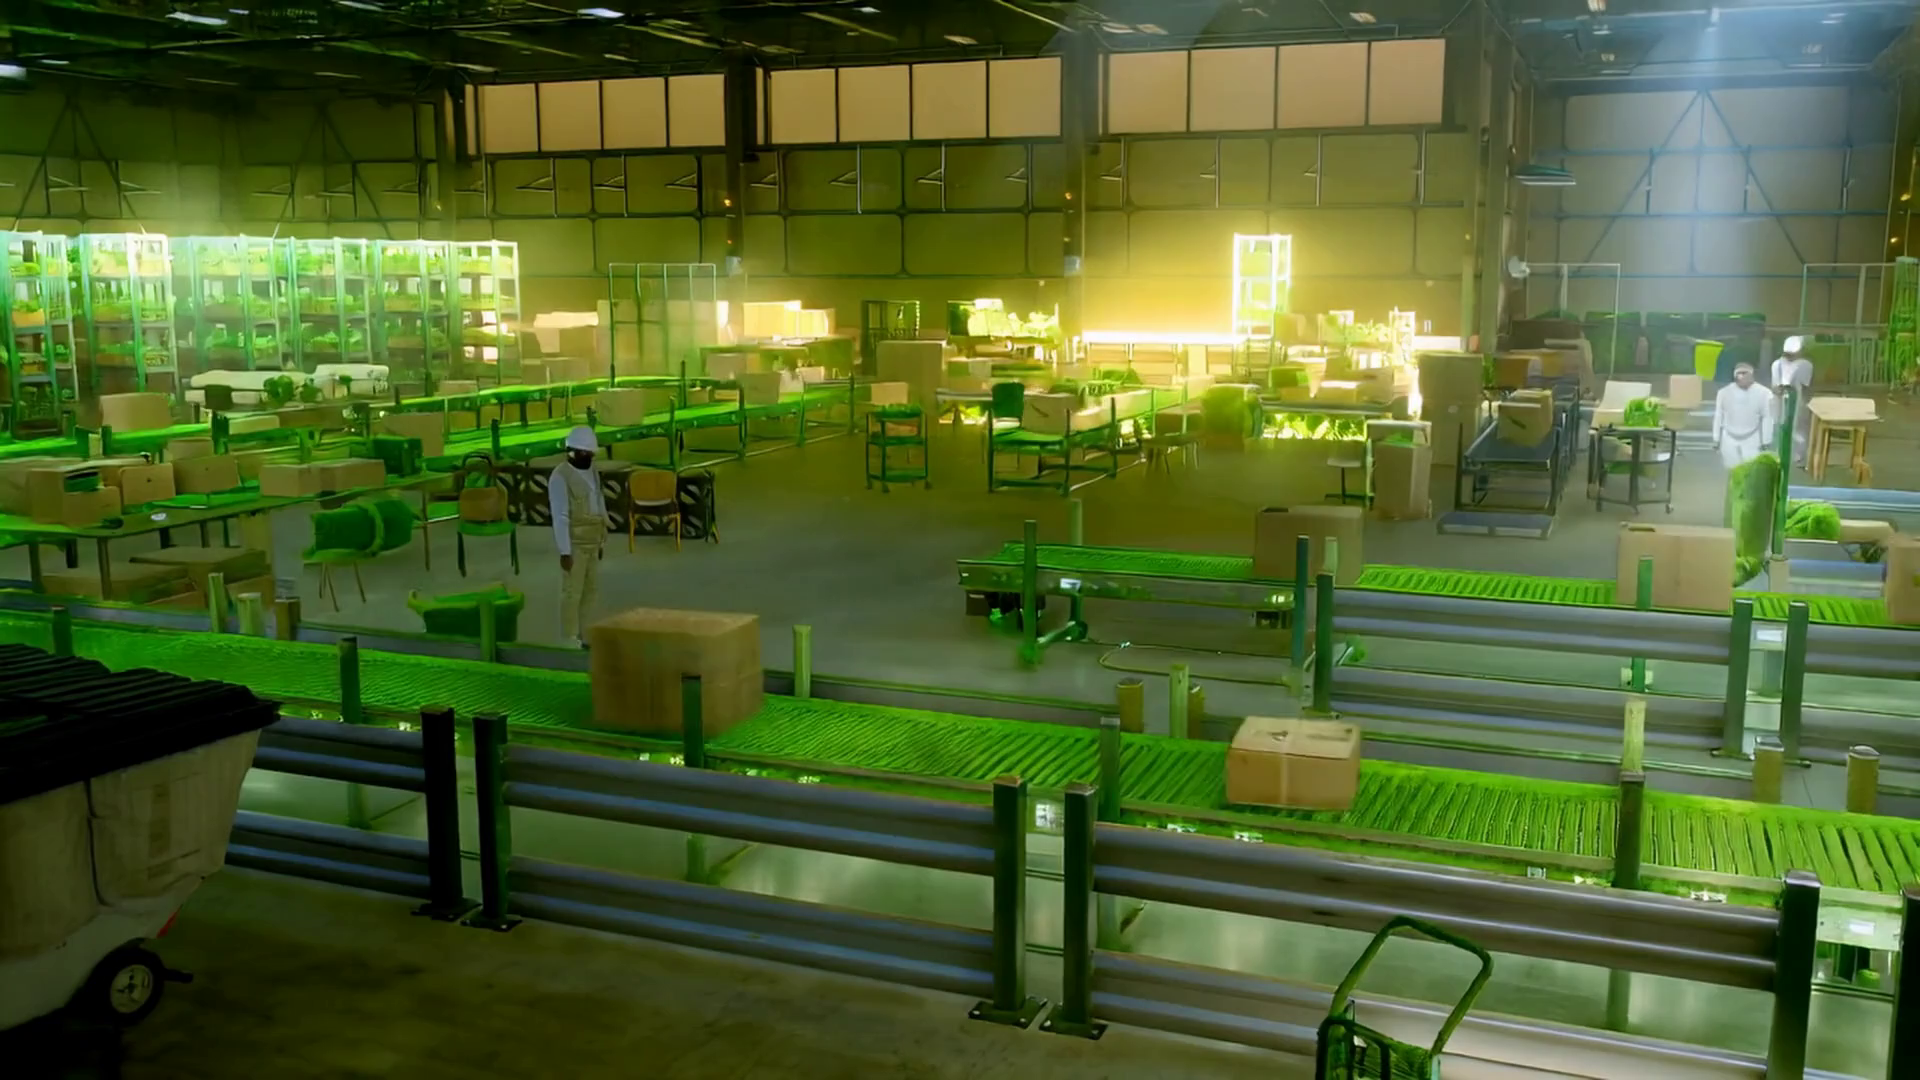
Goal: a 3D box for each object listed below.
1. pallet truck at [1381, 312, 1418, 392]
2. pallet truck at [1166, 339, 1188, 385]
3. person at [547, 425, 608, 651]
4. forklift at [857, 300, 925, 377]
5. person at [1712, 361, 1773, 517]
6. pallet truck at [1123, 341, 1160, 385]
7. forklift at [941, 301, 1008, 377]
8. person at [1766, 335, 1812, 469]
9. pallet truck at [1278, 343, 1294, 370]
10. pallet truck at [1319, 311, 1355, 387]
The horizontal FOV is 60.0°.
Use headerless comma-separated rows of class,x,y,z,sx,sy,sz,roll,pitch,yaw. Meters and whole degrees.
pallet truck,10.207,-4.283,38.369,0.823,1.965,1.885,3,10,20
pallet truck,5.418,-4.269,40.420,0.704,1.261,1.522,3,10,20
person,-2.904,0.028,12.760,0.404,1.828,0.587,2,10,13
forklift,-1.732,-5.109,42.468,1.157,1.987,2.680,4,10,22
person,9.433,-1.213,20.101,0.663,1.883,0.426,6,11,30
pallet truck,4.445,-4.380,41.279,0.680,1.201,1.601,4,10,22
forklift,0.365,-4.966,41.571,1.157,1.987,2.680,3,10,20
person,12.452,-2.072,24.934,0.778,2.015,0.610,-7,12,-38
pallet truck,7.886,-4.163,39.743,0.653,1.274,1.630,4,10,22
pallet truck,9.071,-4.419,39.190,0.823,1.965,1.885,5,10,26
